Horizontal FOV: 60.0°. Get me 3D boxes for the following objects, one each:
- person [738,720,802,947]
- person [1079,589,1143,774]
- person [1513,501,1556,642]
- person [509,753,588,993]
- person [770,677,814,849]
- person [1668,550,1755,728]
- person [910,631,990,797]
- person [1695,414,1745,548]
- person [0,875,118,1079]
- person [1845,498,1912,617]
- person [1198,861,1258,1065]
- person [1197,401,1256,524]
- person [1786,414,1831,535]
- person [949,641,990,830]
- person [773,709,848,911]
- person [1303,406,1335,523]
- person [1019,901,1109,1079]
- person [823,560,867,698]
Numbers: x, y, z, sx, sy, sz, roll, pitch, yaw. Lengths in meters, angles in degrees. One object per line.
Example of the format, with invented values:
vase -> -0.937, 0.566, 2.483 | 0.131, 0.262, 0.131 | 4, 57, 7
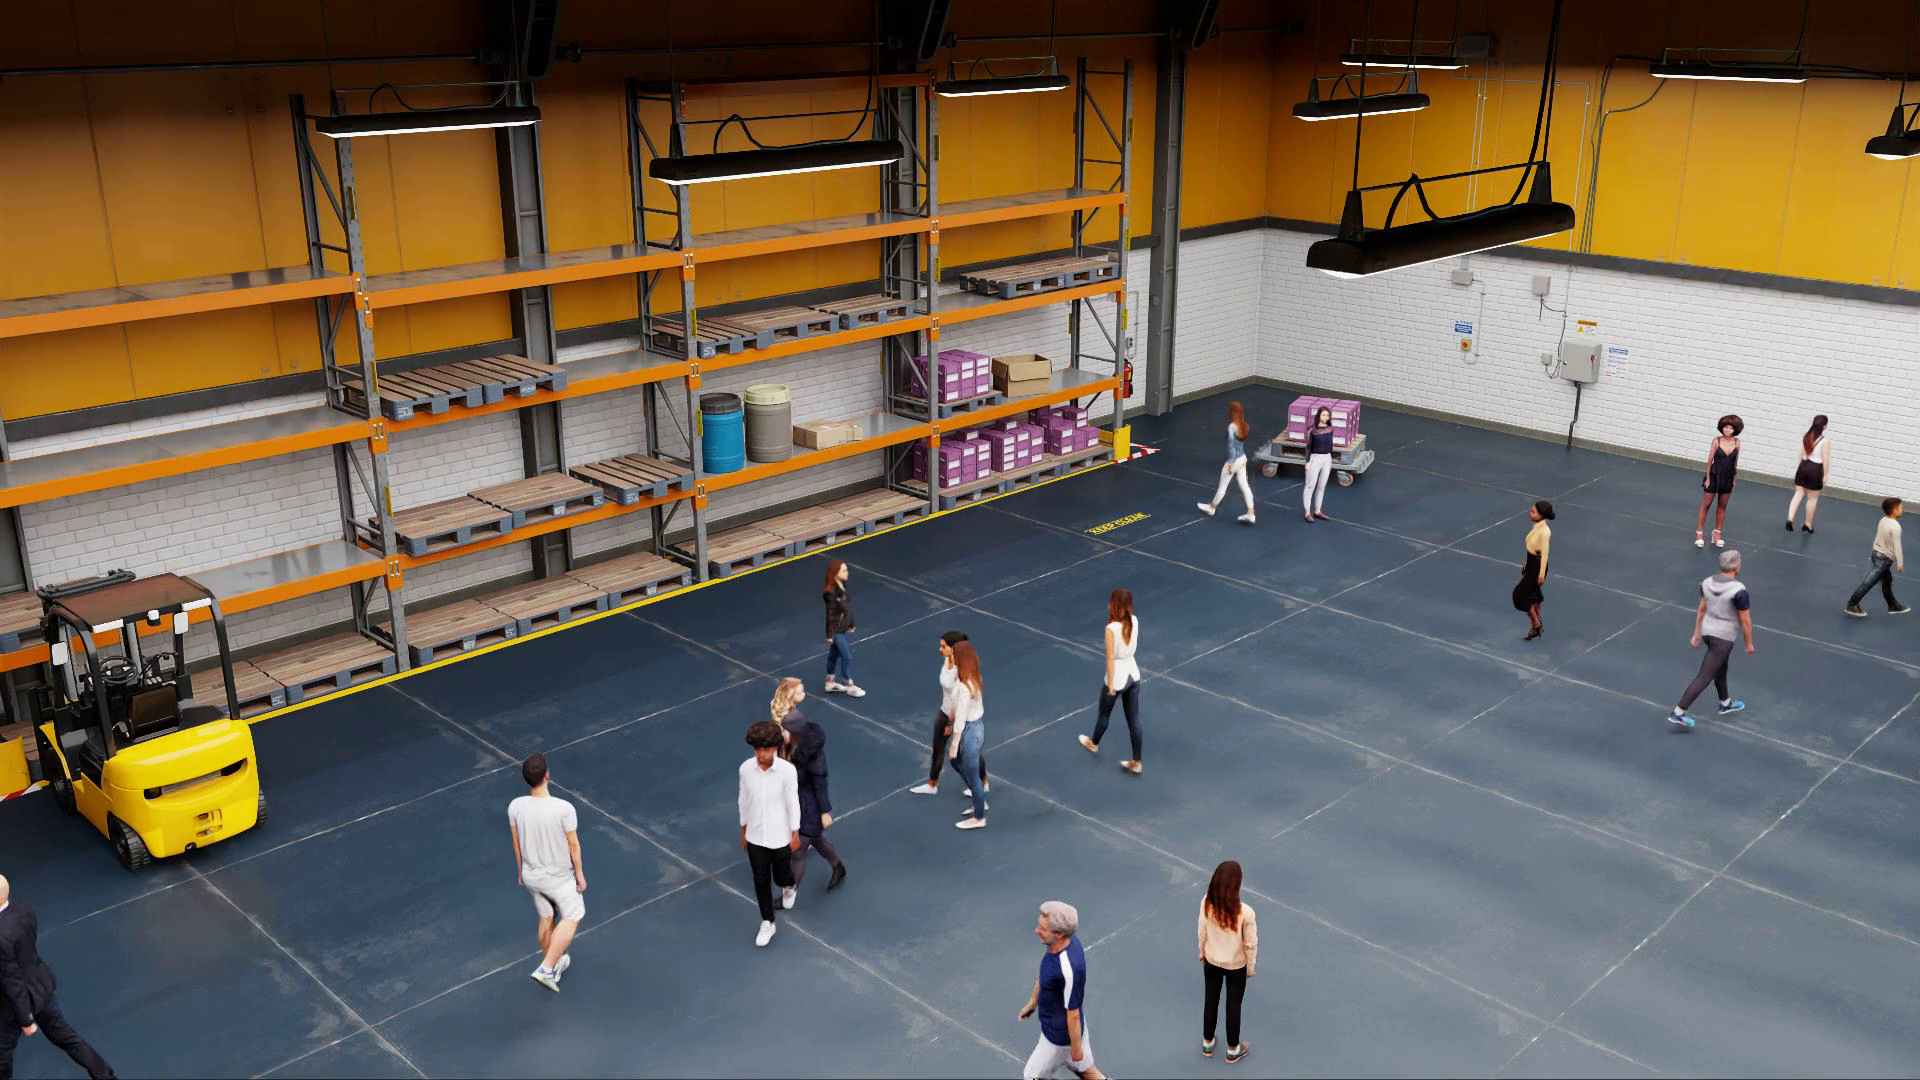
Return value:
person -> -1.451, 2.203, 12.839 | 0.917, 1.795, 1.034 | 4, 19, 11
person -> 1.571, 1.343, 15.462 | 1.001, 1.749, 0.767 | -12, 22, -31
person -> 6.494, 0.364, 18.532 | 0.794, 1.646, 0.729 | 1, 19, 4
person -> -3.009, 2.455, 12.019 | 0.933, 1.840, 1.035 | 5, 19, 15
person -> -1.510, 1.931, 13.806 | 0.948, 1.693, 0.864 | -6, 19, -16
person -> 7.387, 1.018, 16.385 | 1.348, 1.777, 1.110 | -5, 19, -15
person -> 0.063, 1.579, 14.987 | 1.015, 1.607, 0.777 | -10, 21, -27
person -> 9.919, -0.781, 21.710 | 0.680, 1.787, 0.733 | 1, 19, 3
person -> -5.928, 2.936, 10.708 | 1.278, 1.765, 1.152 | -2, 19, -6
person -> 10.613, 0.234, 19.261 | 1.012, 1.427, 0.986 | 1, 19, 4
person -> 1.813, 2.867, 11.358 | 0.613, 1.481, 0.572 | 11, 21, 29
person -> 3.828, -1.015, 22.616 | 0.757, 1.654, 1.062 | 15, 24, 37
person -> 11.344, -0.879, 22.222 | 0.654, 1.647, 0.630 | -12, 22, -31
person -> 0.170, 1.698, 14.464 | 0.779, 1.714, 0.702 | 1, 19, 3
person -> -1.180, 2.119, 13.339 | 0.704, 1.634, 1.068 | 17, 25, 42
person -> 4.927, -1.048, 22.787 | 0.569, 1.607, 0.717 | -9, 21, -26
person -> 0.725, 3.044, 10.348 | 1.238, 1.790, 1.199 | 1, 19, 2
person -> -1.328, 0.900, 17.213 | 0.820, 1.472, 0.778 | 5, 19, 13
